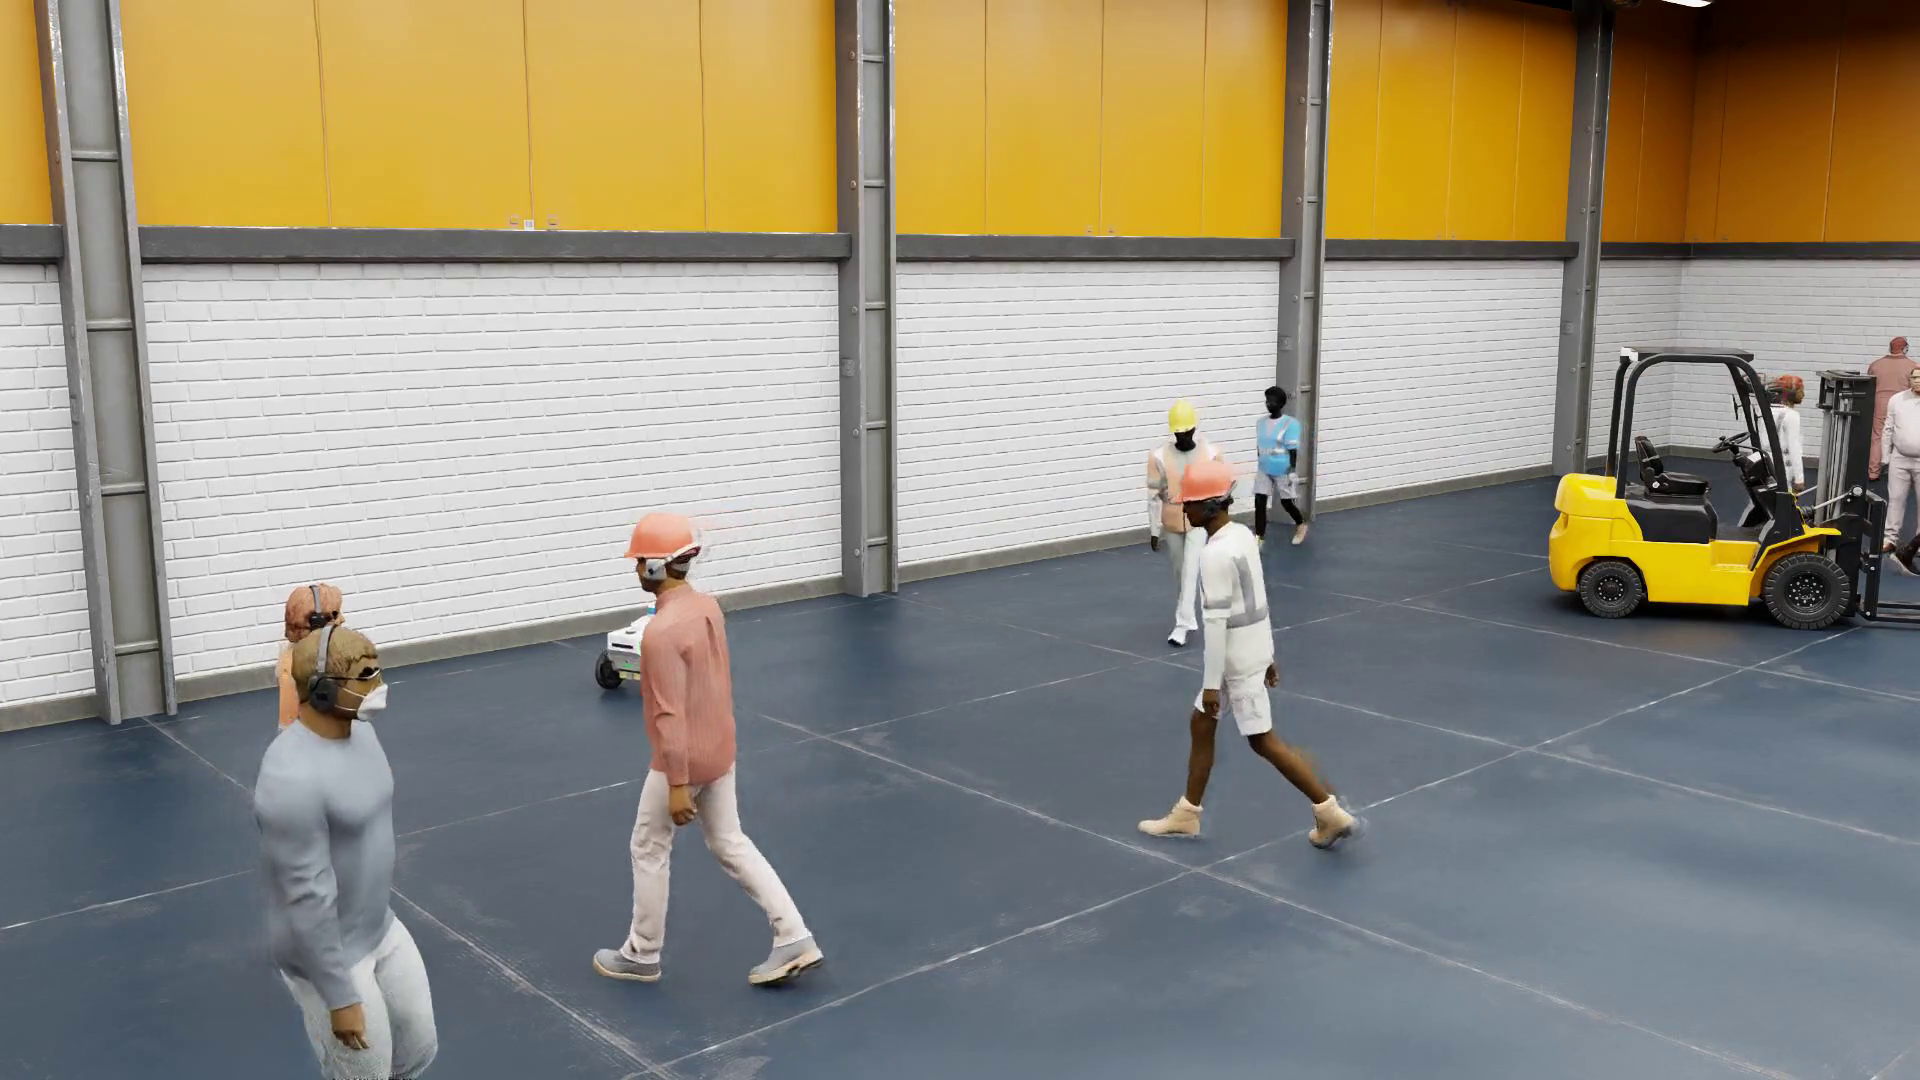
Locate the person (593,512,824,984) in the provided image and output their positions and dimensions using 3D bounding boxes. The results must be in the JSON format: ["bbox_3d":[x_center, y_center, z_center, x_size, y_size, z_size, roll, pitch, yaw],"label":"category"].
[{"bbox_3d":[-1.004,0.854,6.655,0.942,1.952,0.654,3,10,16],"label":"person"}]

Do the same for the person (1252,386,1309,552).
[{"bbox_3d":[3.193,-0.706,16.580,0.775,1.673,0.536,-9,13,-42],"label":"person"}]

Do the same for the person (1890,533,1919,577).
[{"bbox_3d":[9.075,-0.572,15.086,0.984,1.919,0.602,7,12,35],"label":"person"}]

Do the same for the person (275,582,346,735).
[{"bbox_3d":[-2.587,0.986,6.742,0.309,1.639,0.522,-8,13,-41],"label":"person"}]

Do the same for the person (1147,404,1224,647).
[{"bbox_3d":[1.740,-0.140,12.768,0.588,1.849,1.031,3,10,15],"label":"person"}]

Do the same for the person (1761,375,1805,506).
[{"bbox_3d":[7.764,-0.625,15.617,0.898,1.835,0.600,1,10,6],"label":"person"}]

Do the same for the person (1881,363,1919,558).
[{"bbox_3d":[9.366,-0.781,16.307,0.399,1.907,0.644,-9,13,-43],"label":"person"}]

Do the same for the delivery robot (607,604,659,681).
[{"bbox_3d":[-2.086,0.685,11.399,0.477,0.478,0.707,5,11,27],"label":"delivery robot"}]

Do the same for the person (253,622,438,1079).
[{"bbox_3d":[-1.710,1.181,4.741,0.482,1.931,0.652,0,10,1],"label":"person"}]

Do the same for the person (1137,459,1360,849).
[{"bbox_3d":[1.459,0.585,8.183,1.060,1.975,0.624,3,10,17],"label":"person"}]

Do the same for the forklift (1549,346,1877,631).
[{"bbox_3d":[6.109,-0.478,13.691,2.313,2.155,1.214,3,10,16],"label":"forklift"}]

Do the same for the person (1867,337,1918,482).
[{"bbox_3d":[12.124,-1.685,21.601,0.403,1.904,0.651,-8,13,-41],"label":"person"}]
